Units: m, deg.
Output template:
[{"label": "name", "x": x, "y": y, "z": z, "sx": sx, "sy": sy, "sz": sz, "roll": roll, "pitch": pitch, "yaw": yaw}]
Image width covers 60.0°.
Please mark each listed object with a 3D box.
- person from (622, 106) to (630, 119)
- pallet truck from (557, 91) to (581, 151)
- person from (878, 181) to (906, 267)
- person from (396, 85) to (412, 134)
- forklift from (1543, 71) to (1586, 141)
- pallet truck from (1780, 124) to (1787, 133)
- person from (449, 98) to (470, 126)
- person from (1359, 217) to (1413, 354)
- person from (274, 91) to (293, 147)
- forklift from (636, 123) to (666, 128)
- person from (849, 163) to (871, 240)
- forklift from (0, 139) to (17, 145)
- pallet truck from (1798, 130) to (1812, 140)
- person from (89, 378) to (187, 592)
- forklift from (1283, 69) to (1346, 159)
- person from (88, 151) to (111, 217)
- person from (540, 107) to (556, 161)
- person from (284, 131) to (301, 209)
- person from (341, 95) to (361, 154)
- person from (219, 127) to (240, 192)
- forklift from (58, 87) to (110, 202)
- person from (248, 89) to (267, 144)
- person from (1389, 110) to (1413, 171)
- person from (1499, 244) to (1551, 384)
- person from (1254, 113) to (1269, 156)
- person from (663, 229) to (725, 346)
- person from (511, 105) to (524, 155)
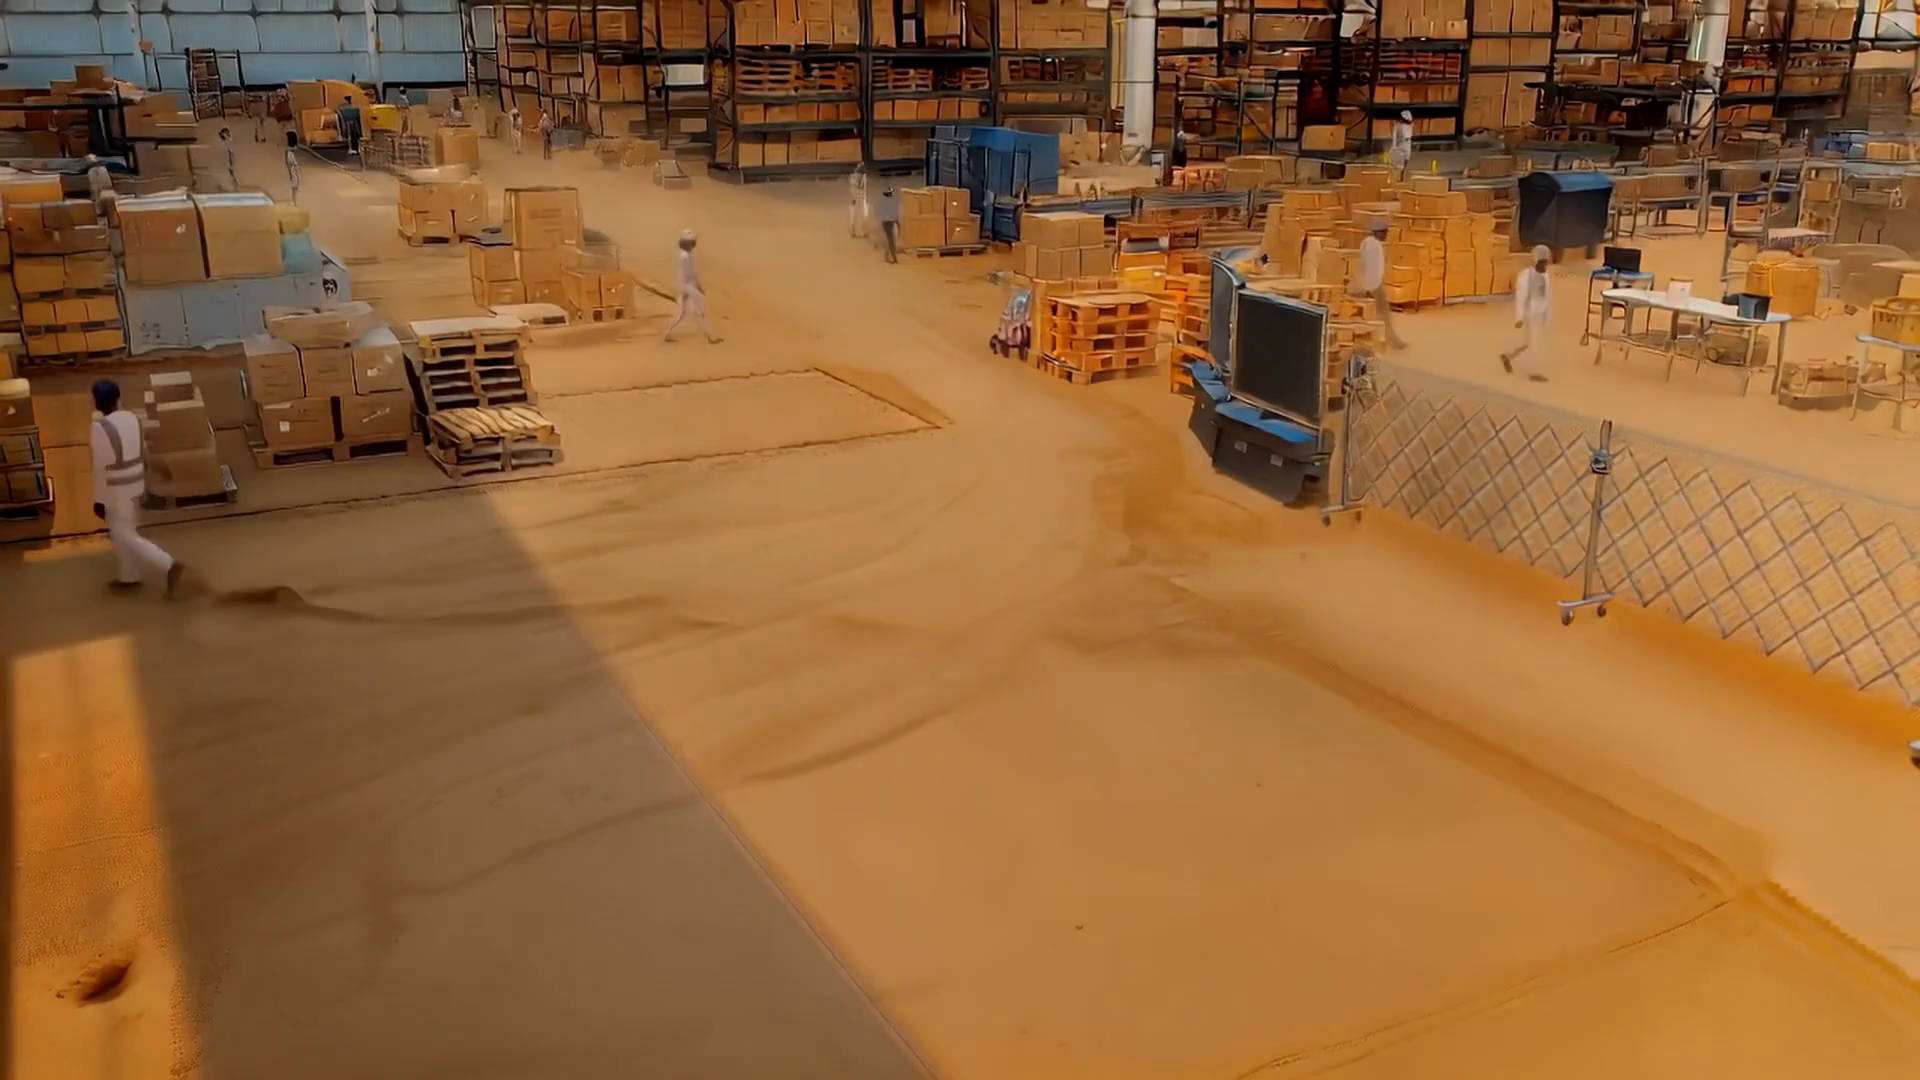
[{"label": "person", "x": -12.433, "y": -15.602, "z": 61.148, "sx": 0.633, "sy": 1.842, "sz": 0.429, "roll": -12, "pitch": 22, "yaw": -34}, {"label": "pallet truck", "x": -13.495, "y": -14.412, "z": 57.188, "sx": 0.823, "sy": 1.965, "sz": 1.885, "roll": -3, "pitch": 18, "yaw": -9}, {"label": "person", "x": -1.337, "y": -6.081, "z": 31.864, "sx": 0.499, "sy": 1.594, "sz": 0.846, "roll": -11, "pitch": 21, "yaw": -30}, {"label": "person", "x": -21.511, "y": -16.655, "z": 64.358, "sx": 0.561, "sy": 1.895, "sz": 0.978, "roll": -10, "pitch": 20, "yaw": -29}, {"label": "forklift", "x": 18.685, "y": -13.231, "z": 52.085, "sx": 1.873, "sy": 2.768, "sz": 1.129, "roll": -9, "pitch": 20, "yaw": -26}, {"label": "pallet truck", "x": 25.206, "y": -12.542, "z": 52.601, "sx": 1.601, "sy": 1.201, "sz": 0.680, "roll": 0, "pitch": 18, "yaw": -2}, {"label": "person", "x": -16.334, "y": -13.476, "z": 54.429, "sx": 0.594, "sy": 1.895, "sz": 0.667, "roll": -14, "pitch": 22, "yaw": -37}, {"label": "person", "x": 5.895, "y": -3.577, "z": 23.496, "sx": 1.036, "sy": 1.935, "sz": 0.656, "roll": 9, "pitch": 20, "yaw": 26}, {"label": "person", "x": -23.481, "y": -14.576, "z": 57.723, "sx": 0.629, "sy": 1.980, "sz": 0.617, "roll": -16, "pitch": 24, "yaw": -41}, {"label": "forklift", "x": -12.498, "y": -18.233, "z": 67.677, "sx": 1.873, "sy": 2.768, "sz": 1.129, "roll": -9, "pitch": 20, "yaw": -26}, {"label": "person", "x": -2.121, "y": -7.141, "z": 35.124, "sx": 0.546, "sy": 1.606, "sz": 0.652, "roll": -15, "pitch": 23, "yaw": -39}, {"label": "forklift", "x": -34.811, "y": -15.426, "z": 58.927, "sx": 1.873, "sy": 2.768, "sz": 1.129, "roll": -13, "pitch": 22, "yaw": -35}, {"label": "pallet truck", "x": 25.526, "y": -11.556, "z": 49.408, "sx": 1.630, "sy": 1.274, "sz": 0.653, "roll": -9, "pitch": 20, "yaw": -26}, {"label": "person", "x": -6.869, "y": -0.423, "z": 13.793, "sx": 0.764, "sy": 1.866, "sz": 0.576, "roll": 2, "pitch": 18, "yaw": 6}, {"label": "forklift", "x": 11.615, "y": -13.871, "z": 54.079, "sx": 1.129, "sy": 2.768, "sz": 1.873, "roll": -9, "pitch": 20, "yaw": -27}, {"label": "person", "x": -17.573, "y": -6.993, "z": 34.149, "sx": 0.354, "sy": 1.942, "sz": 0.545, "roll": 2, "pitch": 18, "yaw": 6}, {"label": "person", "x": -13.240, "y": -13.028, "z": 53.359, "sx": 0.316, "sy": 1.695, "sz": 0.542, "roll": -15, "pitch": 23, "yaw": -39}, {"label": "person", "x": -15.832, "y": -8.724, "z": 39.510, "sx": 0.362, "sy": 1.960, "sz": 0.612, "roll": -5, "pitch": 18, "yaw": -14}, {"label": "person", "x": -20.487, "y": -13.986, "z": 55.955, "sx": 0.630, "sy": 1.940, "sz": 0.372, "roll": 9, "pitch": 20, "yaw": 26}, {"label": "person", "x": -18.532, "y": -9.535, "z": 42.200, "sx": 0.334, "sy": 1.865, "sz": 0.517, "roll": -8, "pitch": 19, "yaw": -22}, {"label": "forklift", "x": -21.836, "y": -10.006, "z": 42.028, "sx": 1.873, "sy": 2.768, "sz": 1.129, "roll": -9, "pitch": 20, "yaw": -26}, {"label": "person", "x": -25.375, "y": -15.314, "z": 60.120, "sx": 0.644, "sy": 1.924, "sz": 0.663, "roll": -14, "pitch": 22, "yaw": -36}, {"label": "person", "x": 12.268, "y": -10.897, "z": 46.186, "sx": 0.619, "sy": 2.028, "sz": 0.764, "roll": -7, "pitch": 19, "yaw": -22}, {"label": "person", "x": 7.506, "y": -3.012, "z": 21.957, "sx": 0.599, "sy": 1.810, "sz": 0.779, "roll": -13, "pitch": 22, "yaw": -36}, {"label": "person", "x": 8.389, "y": -10.862, "z": 46.216, "sx": 0.370, "sy": 1.939, "sz": 0.543, "roll": 16, "pitch": 24, "yaw": 41}, {"label": "person", "x": -3.940, "y": -3.662, "z": 24.155, "sx": 0.899, "sy": 1.700, "sz": 0.488, "roll": -2, "pitch": 18, "yaw": -8}, {"label": "person", "x": -14.802, "y": -13.708, "z": 55.596, "sx": 0.332, "sy": 1.637, "sz": 0.546, "roll": -15, "pitch": 23, "yaw": -39}]
